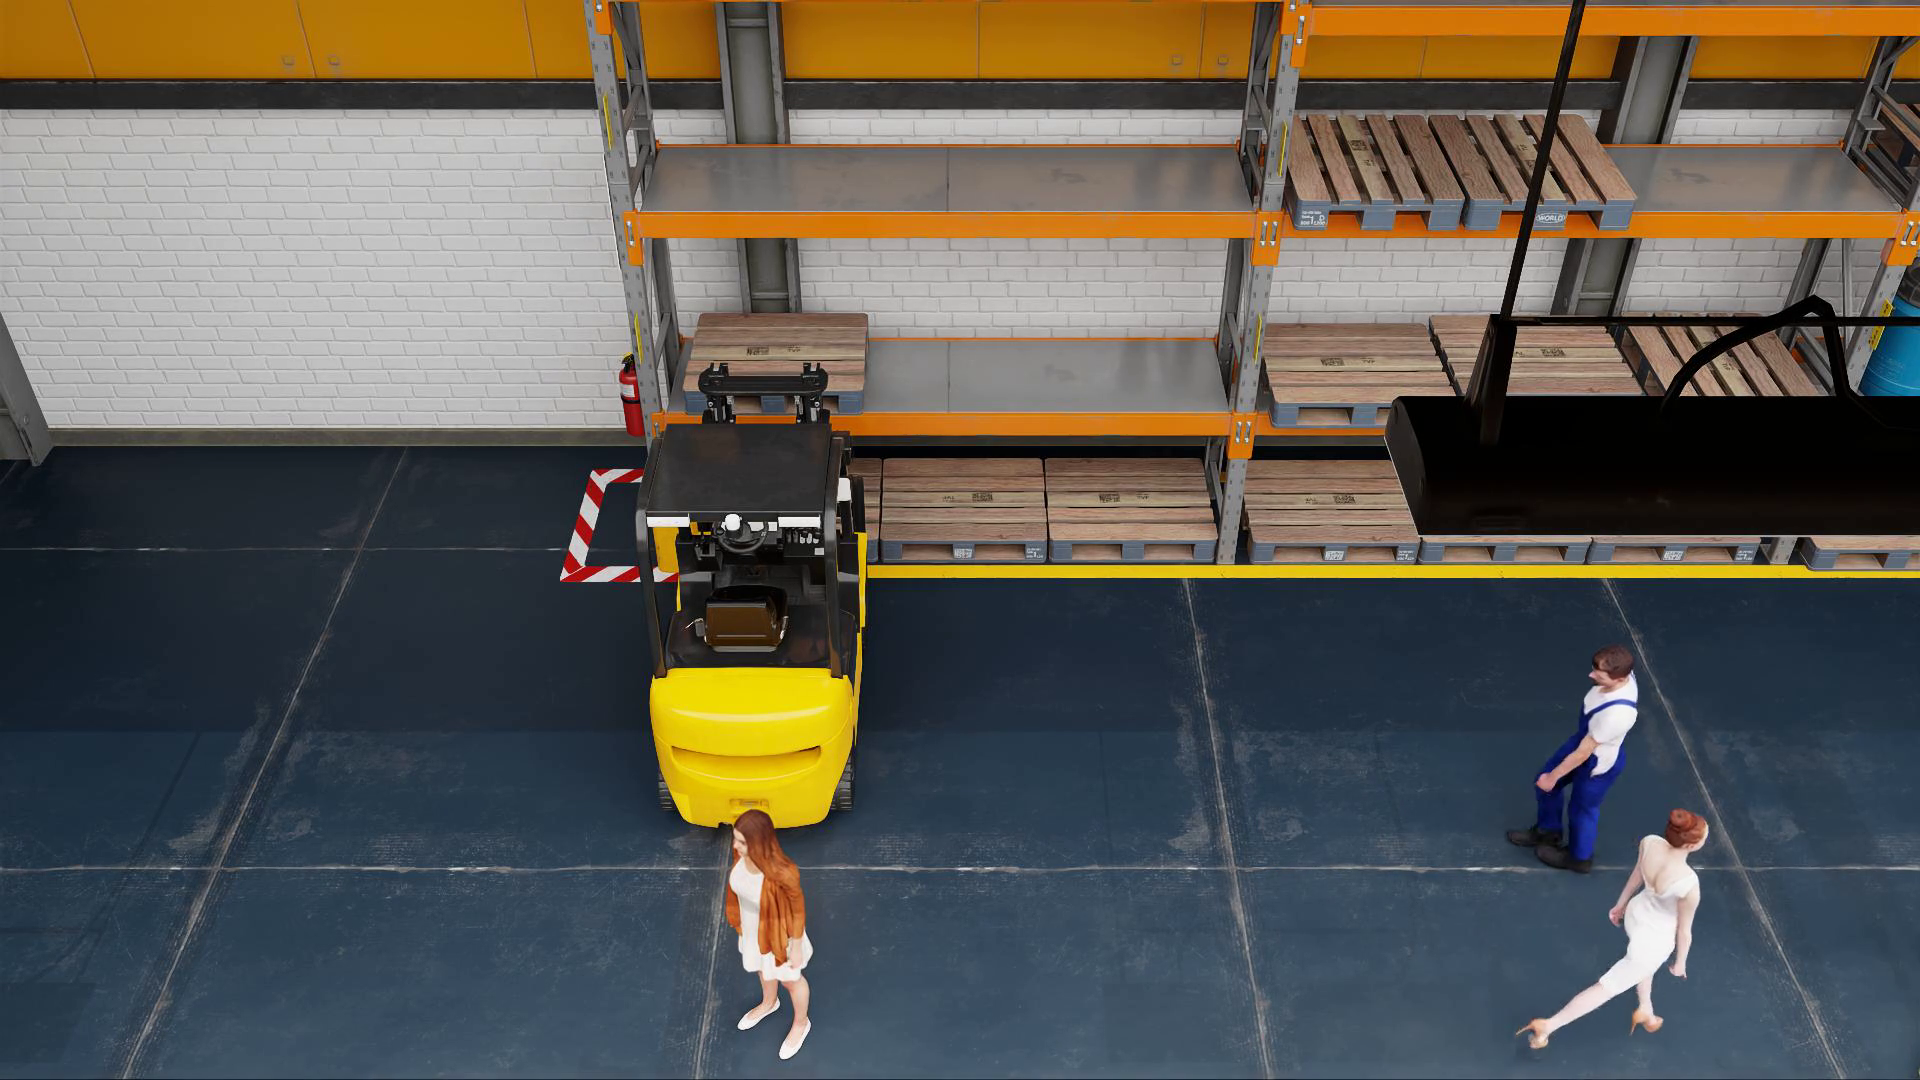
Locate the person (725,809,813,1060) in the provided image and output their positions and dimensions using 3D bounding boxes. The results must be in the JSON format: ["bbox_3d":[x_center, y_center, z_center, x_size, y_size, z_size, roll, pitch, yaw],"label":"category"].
[{"bbox_3d":[-0.959,1.949,8.417,0.697,1.722,0.780,26,45,29],"label":"person"}]

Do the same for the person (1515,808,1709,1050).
[{"bbox_3d":[3.322,2.009,8.312,1.134,1.759,0.736,-7,39,-8],"label":"person"}]

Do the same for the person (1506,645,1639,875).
[{"bbox_3d":[3.593,1.264,9.200,0.816,1.815,0.778,13,40,15],"label":"person"}]
